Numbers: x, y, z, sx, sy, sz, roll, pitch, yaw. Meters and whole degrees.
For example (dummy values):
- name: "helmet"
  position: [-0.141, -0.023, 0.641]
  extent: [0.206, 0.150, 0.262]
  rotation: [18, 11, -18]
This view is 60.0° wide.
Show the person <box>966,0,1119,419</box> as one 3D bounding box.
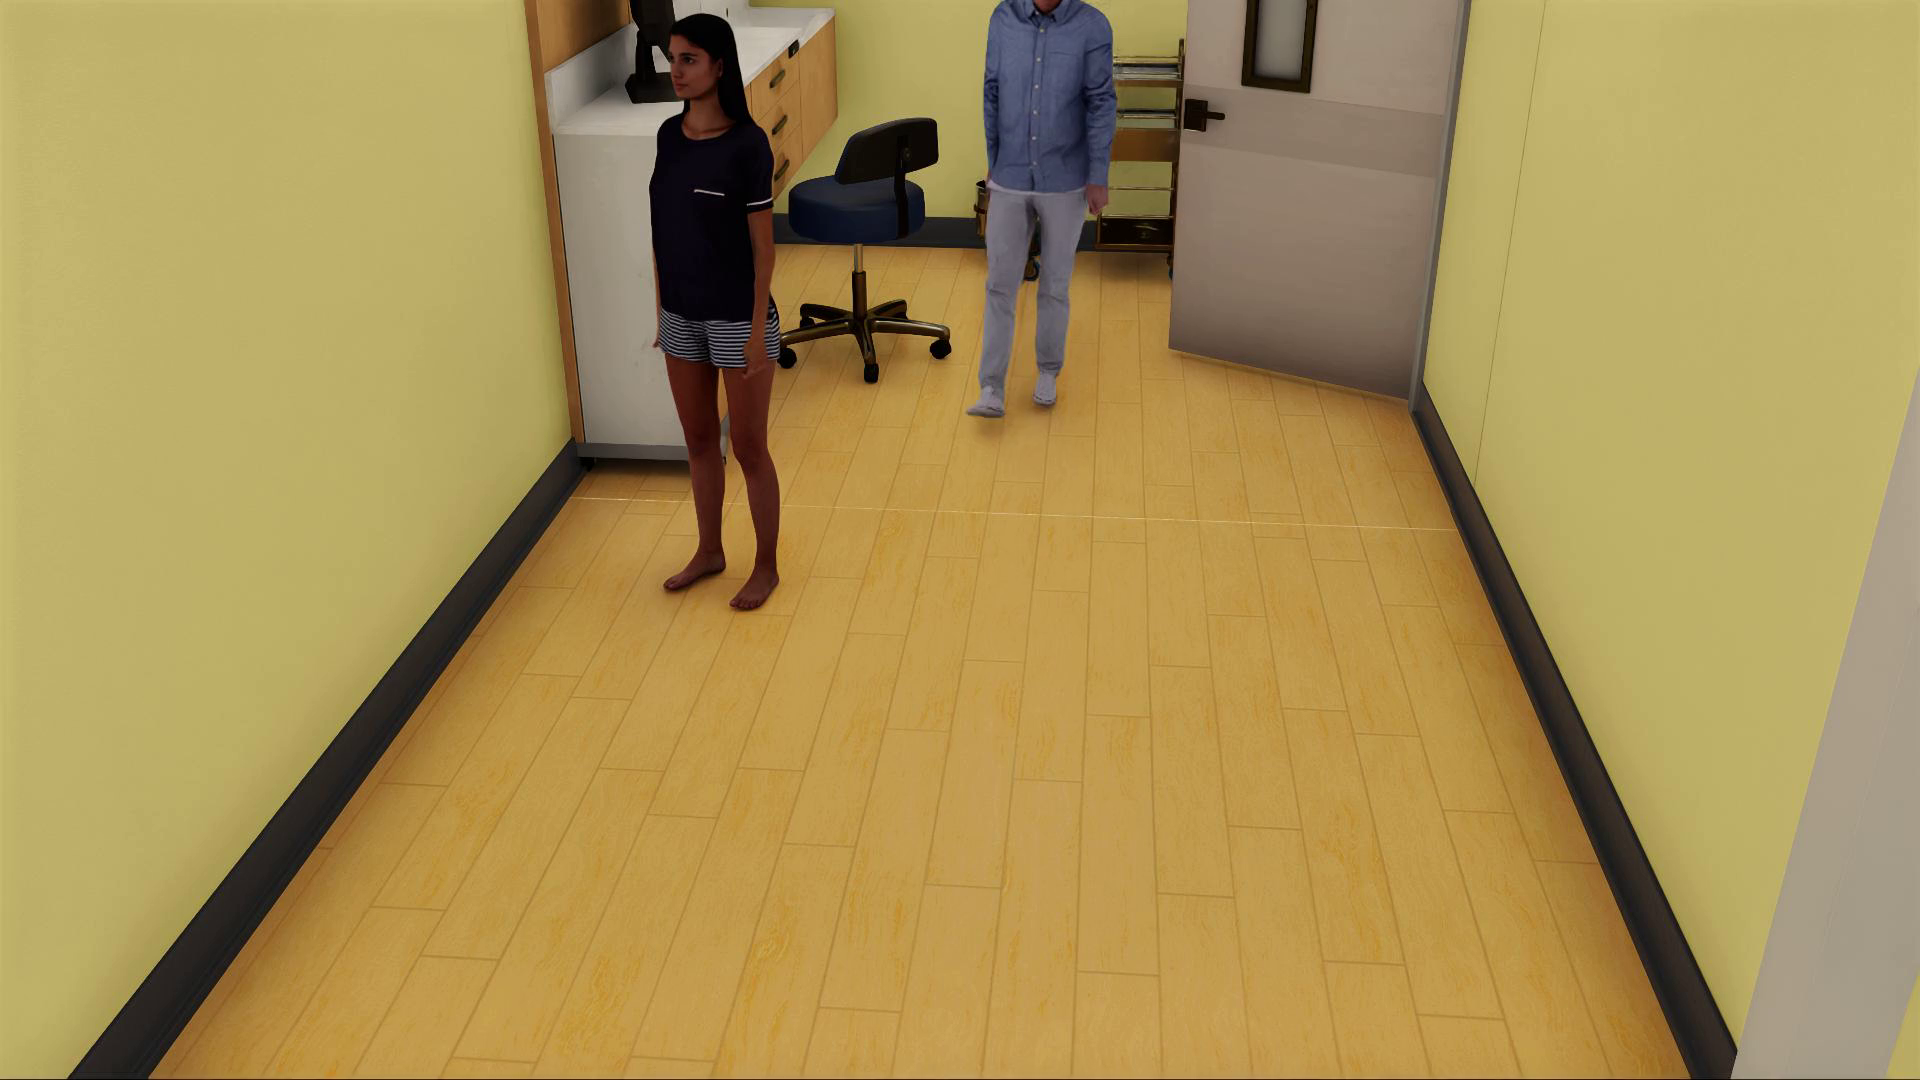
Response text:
- name: "person"
  position: [0.332, -1.419, 6.427]
  extent: [0.913, 1.865, 0.829]
  rotation: [7, 27, 14]

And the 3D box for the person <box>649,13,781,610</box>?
- name: "person"
  position: [-0.716, -0.653, 4.954]
  extent: [0.589, 1.767, 0.704]
  rotation: [14, 29, 27]
